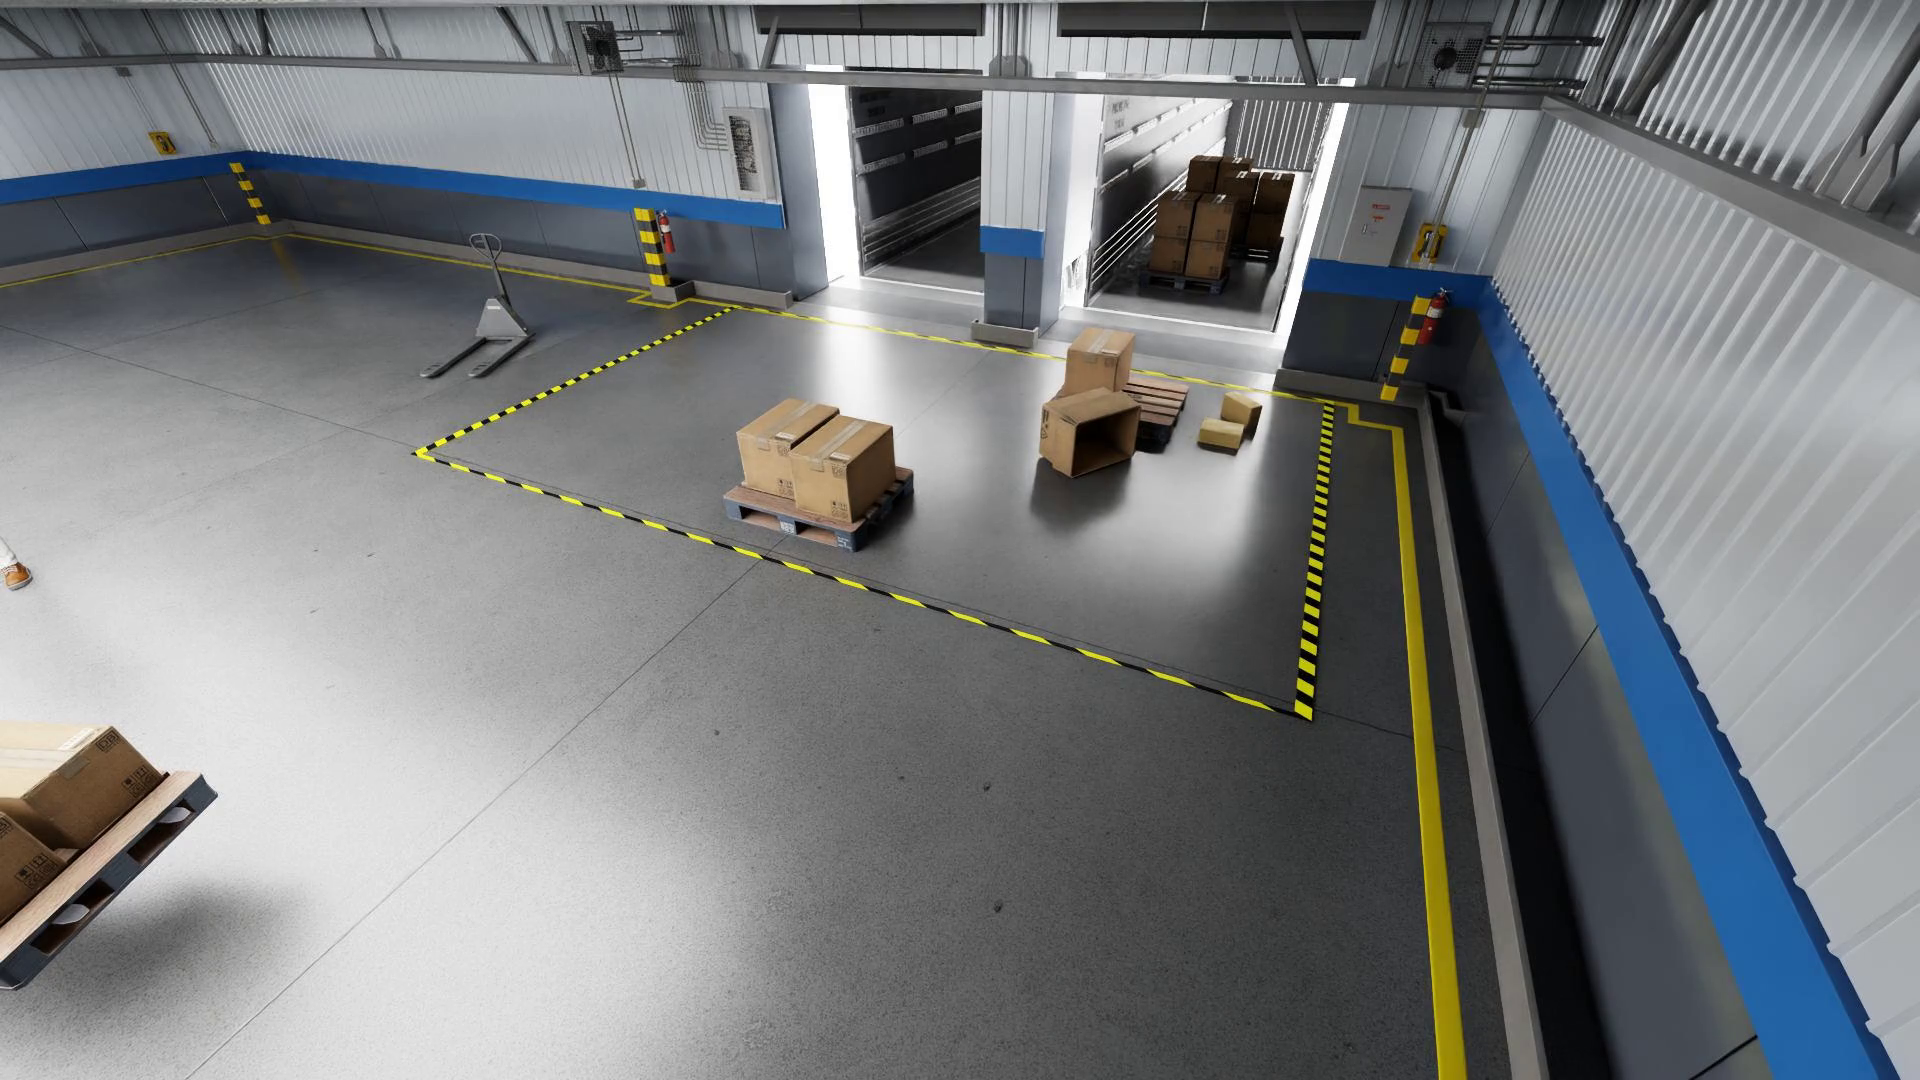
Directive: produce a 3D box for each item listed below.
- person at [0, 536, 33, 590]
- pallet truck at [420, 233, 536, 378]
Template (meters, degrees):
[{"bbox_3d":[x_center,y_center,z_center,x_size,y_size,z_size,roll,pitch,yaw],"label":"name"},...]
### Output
[{"bbox_3d":[-6.856,-0.455,4.647,0.602,1.948,0.385,-25,42,-30],"label":"person"},{"bbox_3d":[-5.664,-2.712,8.427,0.680,1.201,1.601,0,35,-1],"label":"pallet truck"}]
